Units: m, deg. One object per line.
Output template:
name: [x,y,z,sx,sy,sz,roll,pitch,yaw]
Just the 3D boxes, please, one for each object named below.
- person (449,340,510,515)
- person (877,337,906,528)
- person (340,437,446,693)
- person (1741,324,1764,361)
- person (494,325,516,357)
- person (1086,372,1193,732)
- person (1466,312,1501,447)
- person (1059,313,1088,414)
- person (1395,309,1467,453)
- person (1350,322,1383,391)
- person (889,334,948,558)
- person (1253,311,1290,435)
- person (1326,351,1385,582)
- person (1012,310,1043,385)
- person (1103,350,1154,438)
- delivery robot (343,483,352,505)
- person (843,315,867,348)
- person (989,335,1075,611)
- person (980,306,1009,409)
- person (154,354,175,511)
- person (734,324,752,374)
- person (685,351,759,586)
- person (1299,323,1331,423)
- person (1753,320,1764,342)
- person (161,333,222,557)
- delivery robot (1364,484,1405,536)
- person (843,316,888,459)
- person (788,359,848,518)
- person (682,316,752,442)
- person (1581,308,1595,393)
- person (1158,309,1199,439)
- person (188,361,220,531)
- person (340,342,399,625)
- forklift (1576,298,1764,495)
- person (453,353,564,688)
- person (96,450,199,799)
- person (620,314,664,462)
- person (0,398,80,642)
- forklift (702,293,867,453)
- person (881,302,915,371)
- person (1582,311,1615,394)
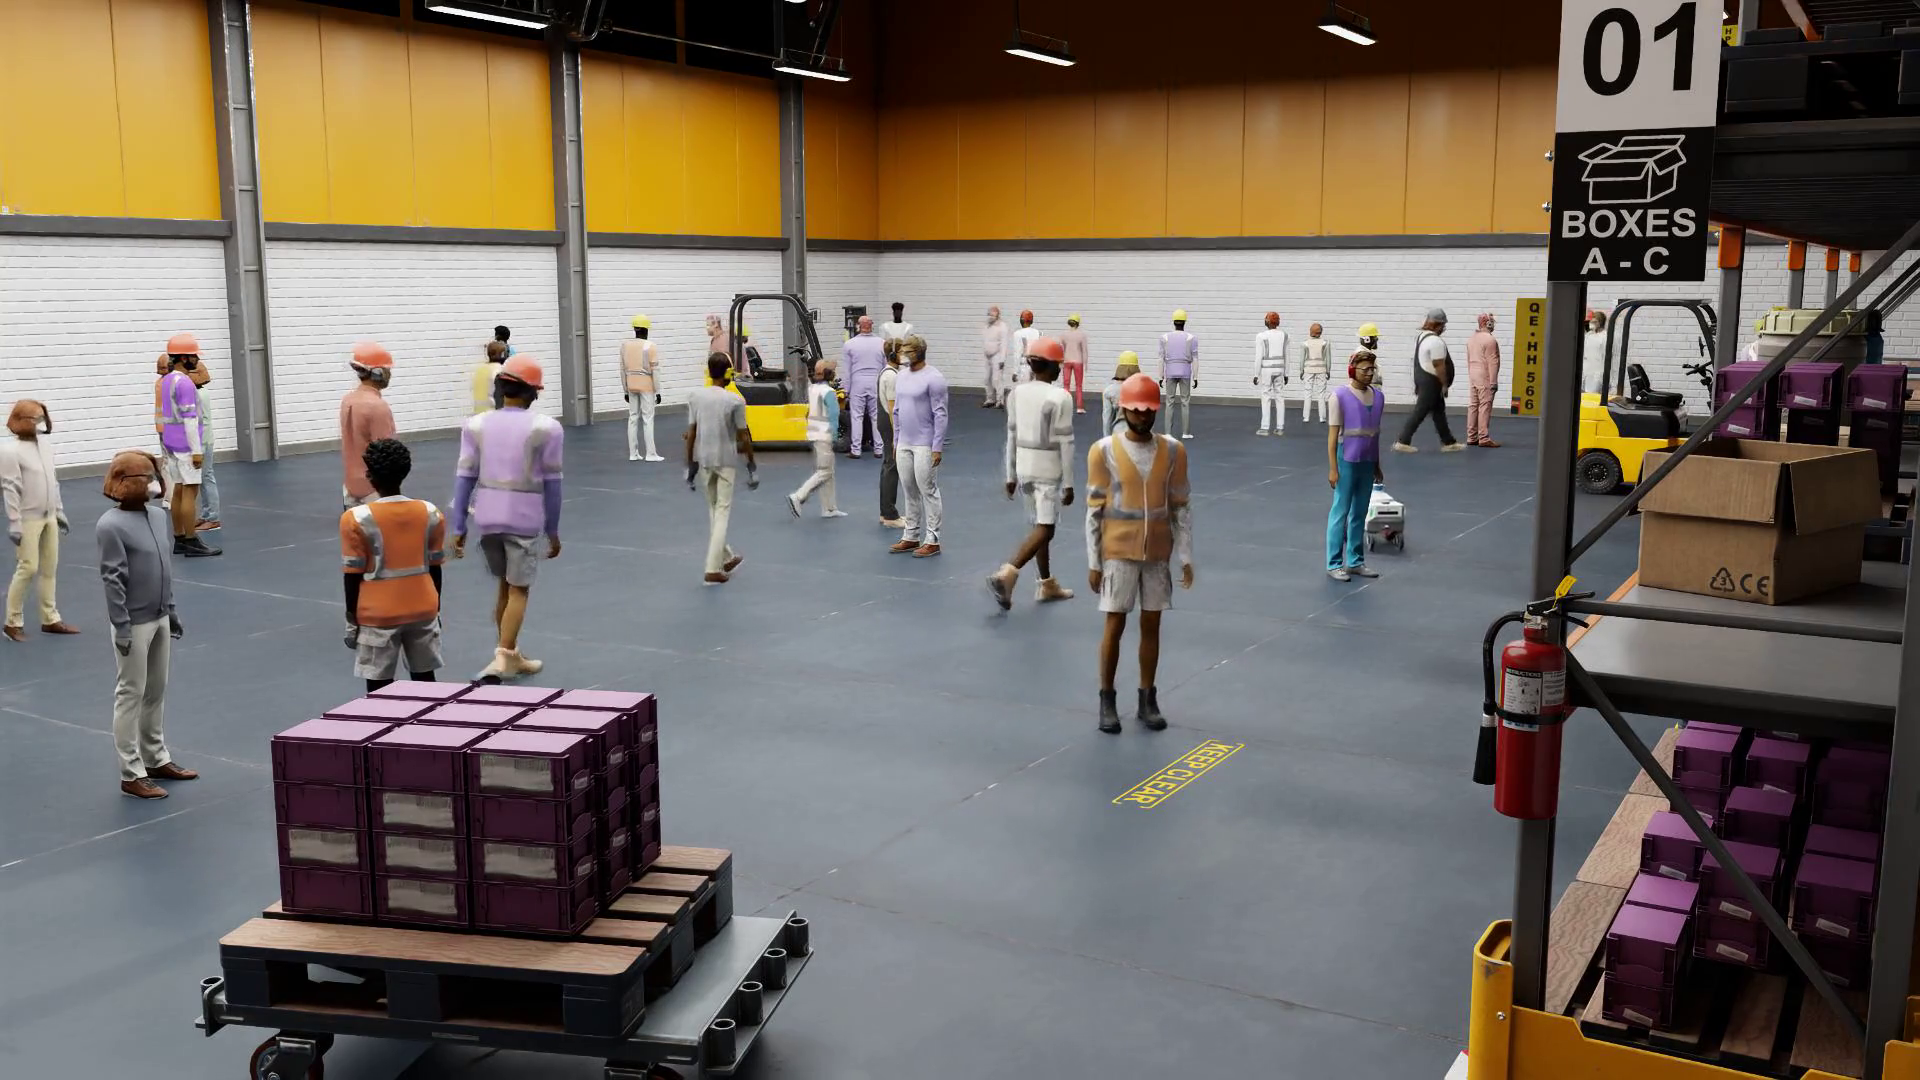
person: [-4.810,-1.147,17.016,0.660,1.786,0.918,8,12,41]
person: [-0.639,-1.038,16.110,0.331,1.844,0.520,-1,9,-8]
person: [-2.663,0.361,7.865,0.321,1.689,0.530,7,12,39]
person: [10.408,-1.902,21.513,0.633,1.841,0.429,3,10,17]
person: [-6.723,-2.329,24.616,0.318,1.697,0.540,-6,11,-35]
person: [0.959,0.066,8.936,0.553,1.934,0.374,-2,9,-11]
person: [7.445,-2.270,23.591,0.410,1.913,0.643,-2,9,-14]
person: [1.992,-3.094,29.191,0.533,1.767,0.326,3,10,19]
person: [6.455,-2.201,22.760,1.038,2.000,0.697,0,9,0]
person: [5.161,-1.840,21.139,0.403,1.837,0.587,2,9,13]
person: [-0.366,-0.818,14.446,0.353,1.936,0.635,-8,12,-41]
person: [4.736,-2.526,25.275,0.584,1.882,0.337,-3,10,-17]
person: [3.164,-0.599,13.370,0.571,1.843,0.373,-6,11,-34]
person: [1.057,-2.663,26.132,0.574,1.883,0.360,-7,12,-38]
person: [1.578,-0.906,15.608,0.486,1.742,0.302,1,9,5]
delivery robot: [-5.943,-0.526,16.636,0.477,0.478,0.707,-2,9,-11]
person: [-1.598,-2.692,26.454,0.430,1.841,0.624,-7,11,-36]
person: [0.533,-0.480,12.137,0.890,2.018,0.615,-8,12,-42]
person: [0.634,-3.296,30.120,0.502,1.870,0.668,-9,13,-44]
person: [-8.180,-1.115,17.262,0.312,1.632,0.517,-7,12,-38]
person: [-3.346,-2.357,24.746,0.520,1.714,0.909,8,12,41]
person: [-1.866,-0.583,13.291,0.556,1.833,0.797,4,10,22]
person: [5.846,-2.742,27.381,0.514,1.642,0.310,2,9,14]
person: [11.799,-2.326,24.365,0.682,1.784,0.406,-4,10,-22]
person: [-6.713,-0.820,14.460,0.372,1.939,0.544,-8,12,-41]
delivery robot: [3.751,-0.264,15.000,0.477,0.478,0.707,-1,9,-4]
person: [-1.248,-2.027,22.121,0.641,1.900,0.403,-2,9,-15]
person: [-1.425,-0.994,16.569,0.628,1.619,0.519,-5,10,-27]
person: [-3.486,-2.299,23.972,0.994,1.847,0.648,-4,10,-23]
person: [9.764,-2.621,25.747,0.734,1.920,0.561,3,10,18]
person: [3.238,-2.448,24.654,0.594,1.924,0.374,2,9,14]
person: [-7.289,-0.905,15.929,0.285,1.636,0.500,-6,11,-34]
person: [-4.021,-0.356,11.432,0.644,1.986,0.458,9,13,44]
forklift: [7.954,-1.589,18.462,2.313,2.155,1.214,5,11,30]
person: [-2.677,-0.088,9.743,0.614,1.997,0.831,2,9,12]
person: [-3.853,0.388,7.857,0.285,1.636,0.499,0,9,3]
person: [-4.151,-1.976,21.706,0.588,1.927,0.369,4,10,23]
person: [-6.220,-0.137,11.178,0.305,1.639,0.511,1,9,5]
forklift: [-2.458,-2.344,23.176,2.313,2.155,1.214,0,9,-2]
person: [-1.107,-3.247,29.551,0.618,1.959,0.374,0,9,2]
person: [9.194,-2.346,24.053,0.431,1.926,0.628,0,9,-1]
